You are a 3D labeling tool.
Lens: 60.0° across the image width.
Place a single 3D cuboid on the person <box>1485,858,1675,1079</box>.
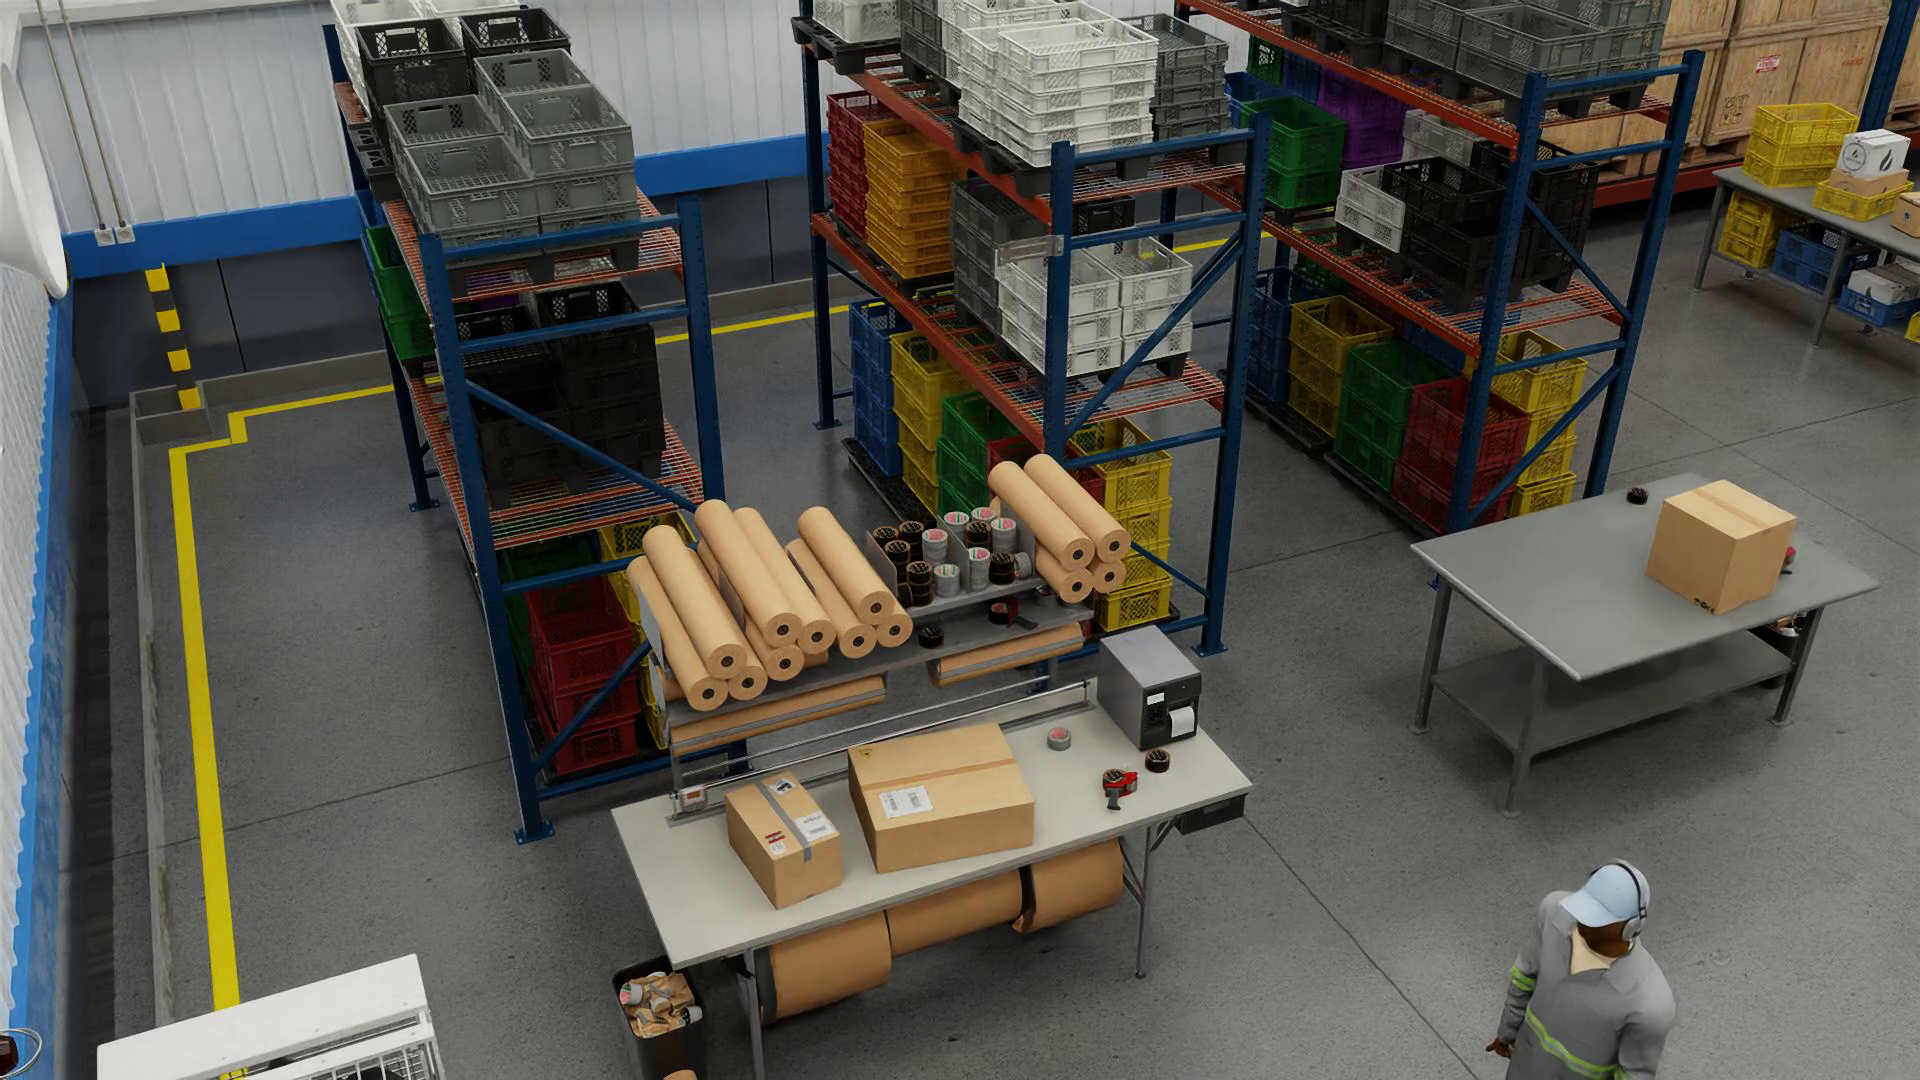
[{"bbox_3d":[2.007,1.785,5.561,0.365,1.852,0.589,-13,34,-21],"label":"person"}]
